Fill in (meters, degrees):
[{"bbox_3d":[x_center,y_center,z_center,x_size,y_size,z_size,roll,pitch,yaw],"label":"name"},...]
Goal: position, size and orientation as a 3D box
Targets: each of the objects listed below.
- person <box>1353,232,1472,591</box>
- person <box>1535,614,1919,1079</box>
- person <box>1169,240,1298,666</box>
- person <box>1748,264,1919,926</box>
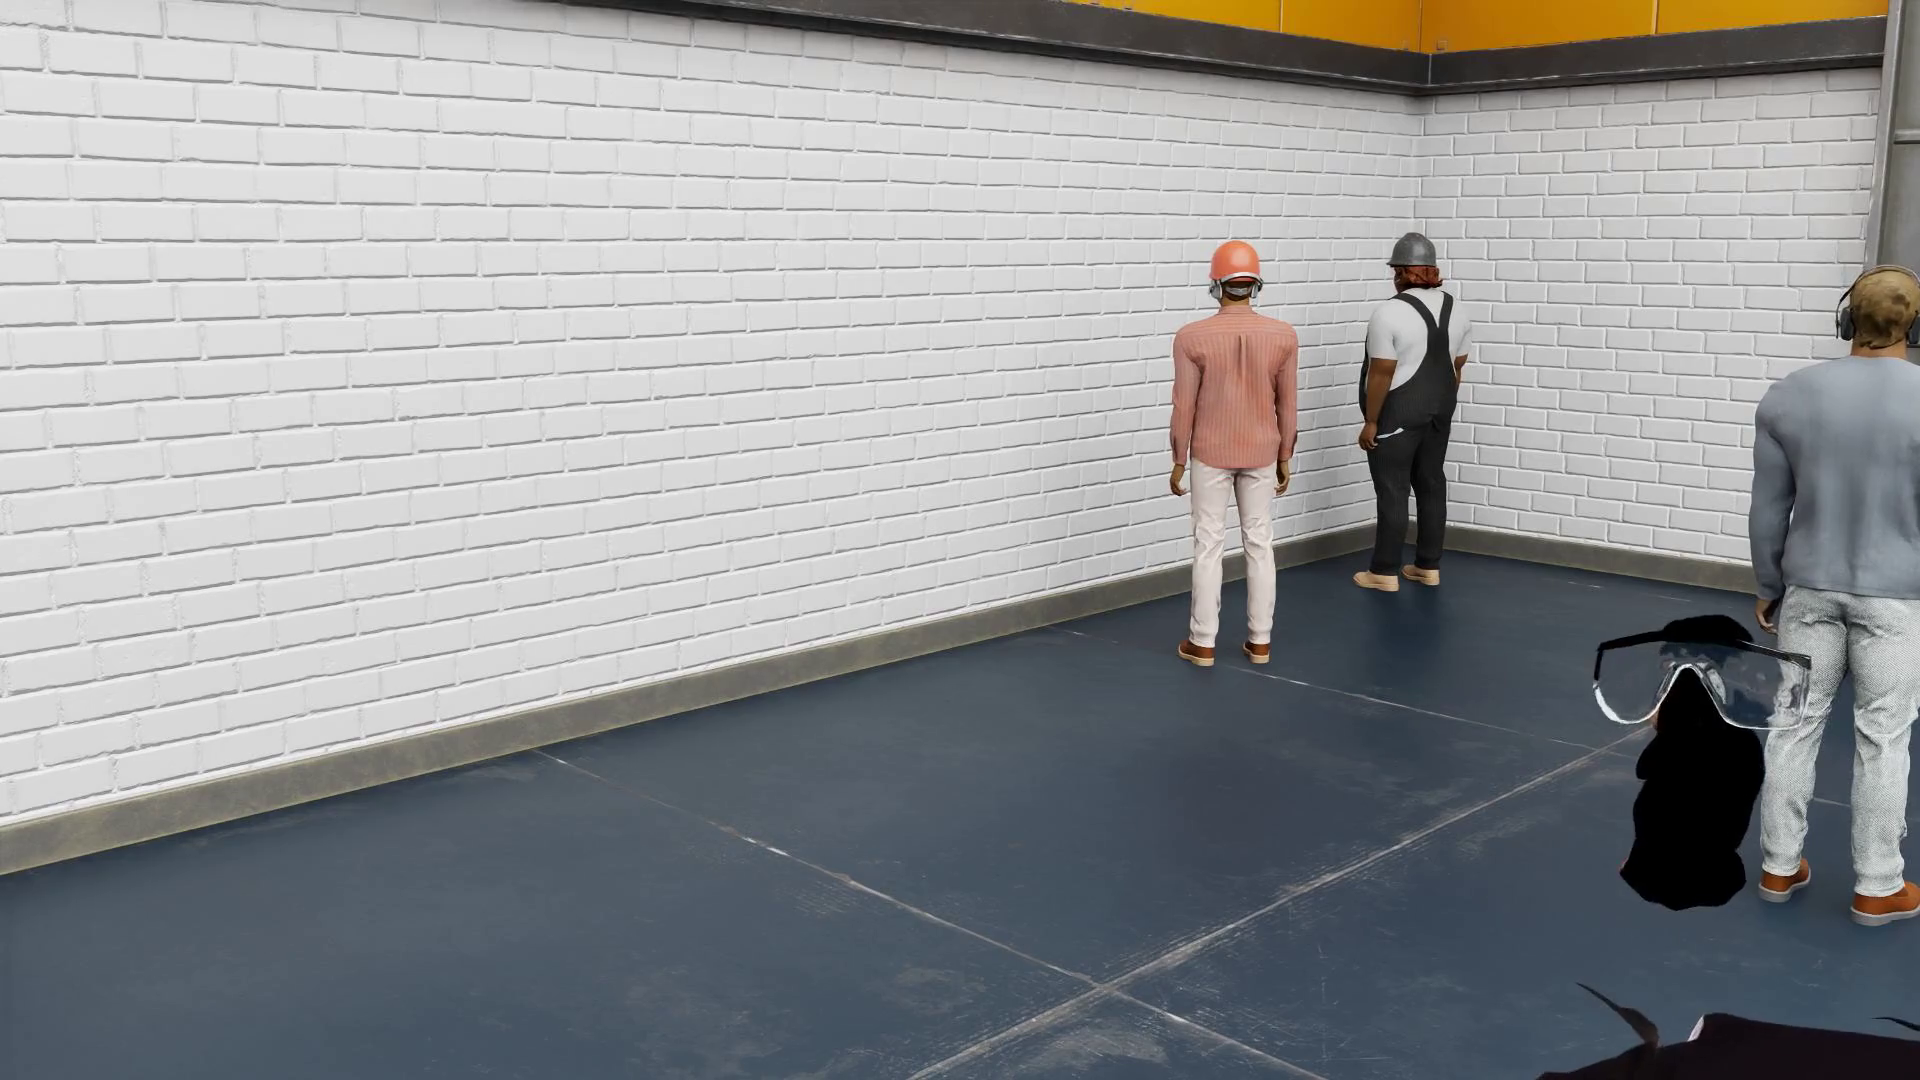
[{"bbox_3d":[2.533,-0.733,9.540,0.678,2.000,0.537,-6,12,-28],"label":"person"},{"bbox_3d":[0.447,0.893,1.045,0.641,1.908,0.407,-2,11,-11],"label":"person"},{"bbox_3d":[1.279,-0.396,7.822,0.612,1.997,0.375,-1,10,-8],"label":"person"},{"bbox_3d":[2.651,0.166,4.917,0.371,1.940,0.630,-10,14,-43],"label":"person"}]
